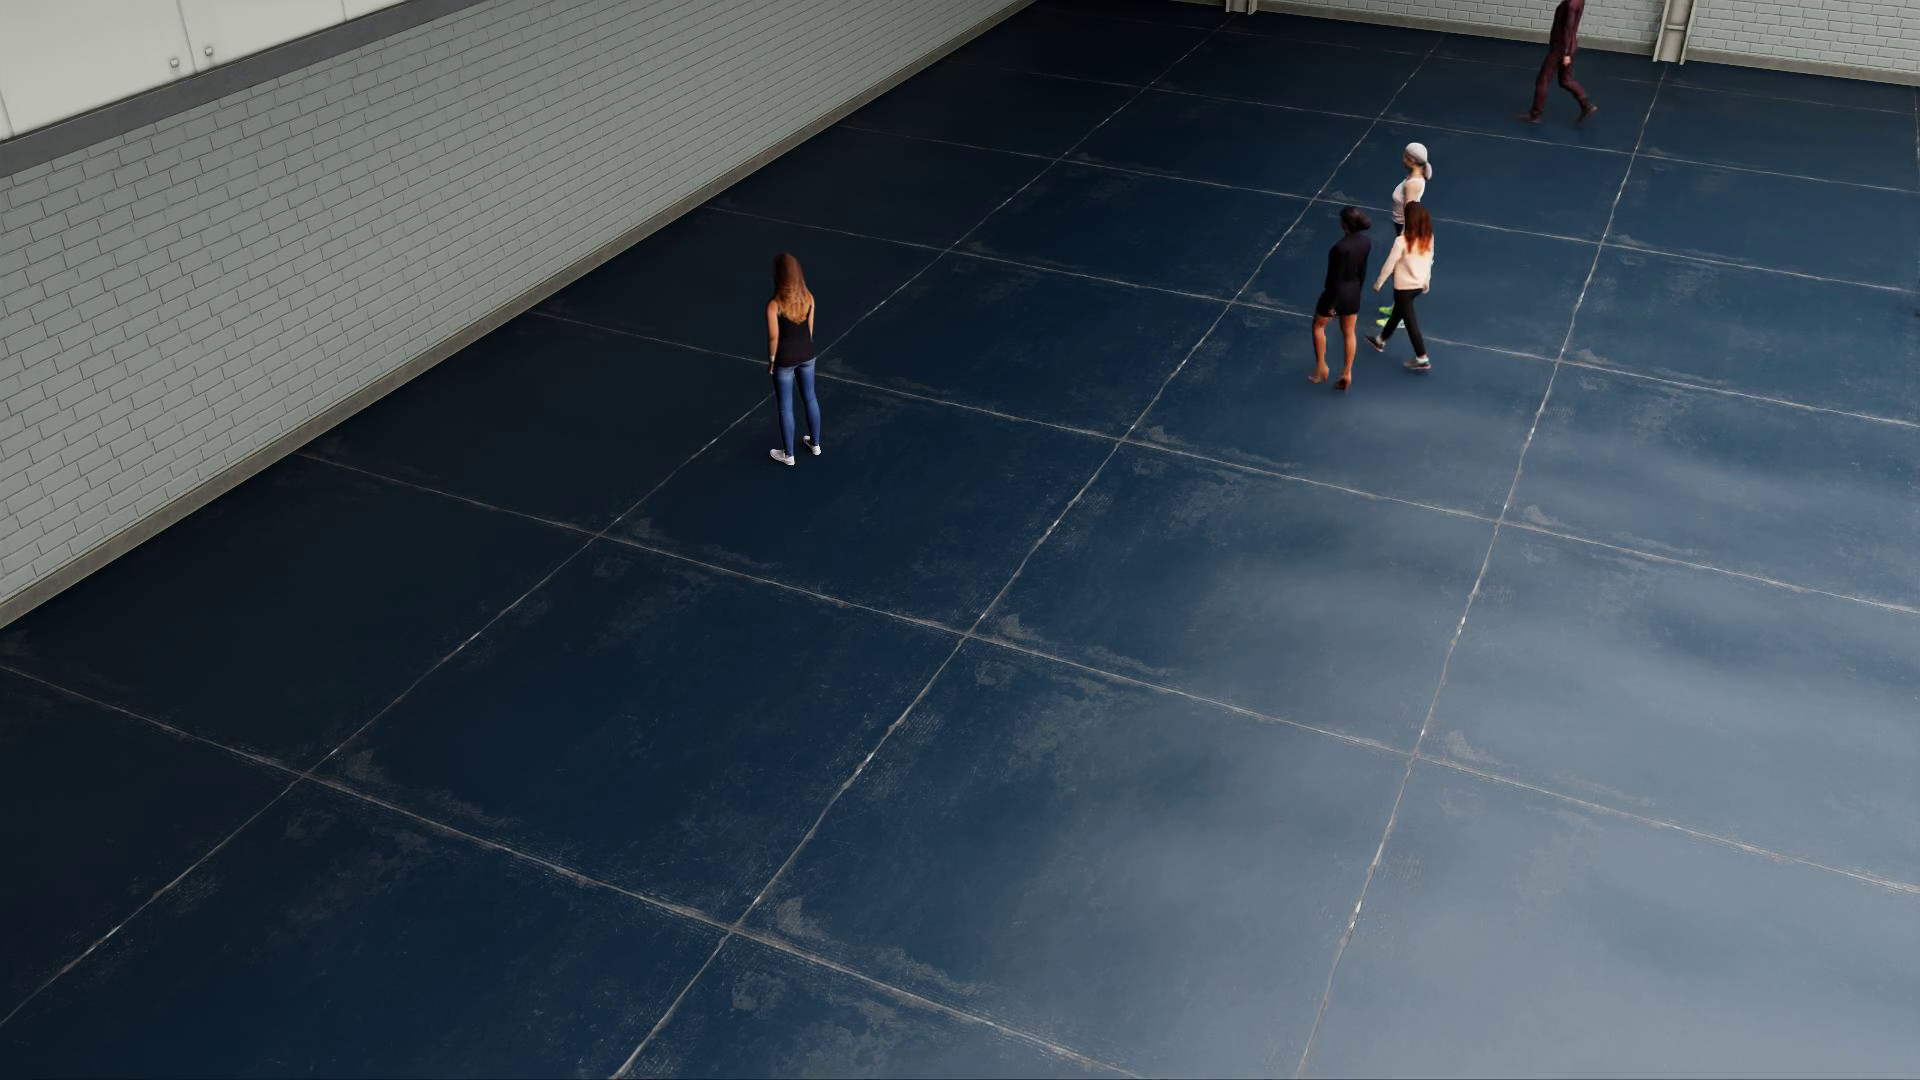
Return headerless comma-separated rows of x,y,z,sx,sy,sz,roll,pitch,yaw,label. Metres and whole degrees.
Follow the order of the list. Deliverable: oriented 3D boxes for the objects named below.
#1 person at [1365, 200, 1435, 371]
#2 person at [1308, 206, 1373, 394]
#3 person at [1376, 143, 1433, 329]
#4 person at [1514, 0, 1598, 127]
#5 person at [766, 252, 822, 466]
3.890,-2.145,14.258,0.887,1.448,1.080,-21,38,-29,person
3.227,-1.957,13.790,0.717,1.630,0.767,-17,36,-25,person
4.035,-2.750,14.975,0.562,1.706,0.620,10,34,15,person
7.240,-5.824,19.723,1.176,1.841,0.755,18,37,27,person
-1.286,-1.399,12.818,0.667,1.723,0.666,-24,39,-33,person
